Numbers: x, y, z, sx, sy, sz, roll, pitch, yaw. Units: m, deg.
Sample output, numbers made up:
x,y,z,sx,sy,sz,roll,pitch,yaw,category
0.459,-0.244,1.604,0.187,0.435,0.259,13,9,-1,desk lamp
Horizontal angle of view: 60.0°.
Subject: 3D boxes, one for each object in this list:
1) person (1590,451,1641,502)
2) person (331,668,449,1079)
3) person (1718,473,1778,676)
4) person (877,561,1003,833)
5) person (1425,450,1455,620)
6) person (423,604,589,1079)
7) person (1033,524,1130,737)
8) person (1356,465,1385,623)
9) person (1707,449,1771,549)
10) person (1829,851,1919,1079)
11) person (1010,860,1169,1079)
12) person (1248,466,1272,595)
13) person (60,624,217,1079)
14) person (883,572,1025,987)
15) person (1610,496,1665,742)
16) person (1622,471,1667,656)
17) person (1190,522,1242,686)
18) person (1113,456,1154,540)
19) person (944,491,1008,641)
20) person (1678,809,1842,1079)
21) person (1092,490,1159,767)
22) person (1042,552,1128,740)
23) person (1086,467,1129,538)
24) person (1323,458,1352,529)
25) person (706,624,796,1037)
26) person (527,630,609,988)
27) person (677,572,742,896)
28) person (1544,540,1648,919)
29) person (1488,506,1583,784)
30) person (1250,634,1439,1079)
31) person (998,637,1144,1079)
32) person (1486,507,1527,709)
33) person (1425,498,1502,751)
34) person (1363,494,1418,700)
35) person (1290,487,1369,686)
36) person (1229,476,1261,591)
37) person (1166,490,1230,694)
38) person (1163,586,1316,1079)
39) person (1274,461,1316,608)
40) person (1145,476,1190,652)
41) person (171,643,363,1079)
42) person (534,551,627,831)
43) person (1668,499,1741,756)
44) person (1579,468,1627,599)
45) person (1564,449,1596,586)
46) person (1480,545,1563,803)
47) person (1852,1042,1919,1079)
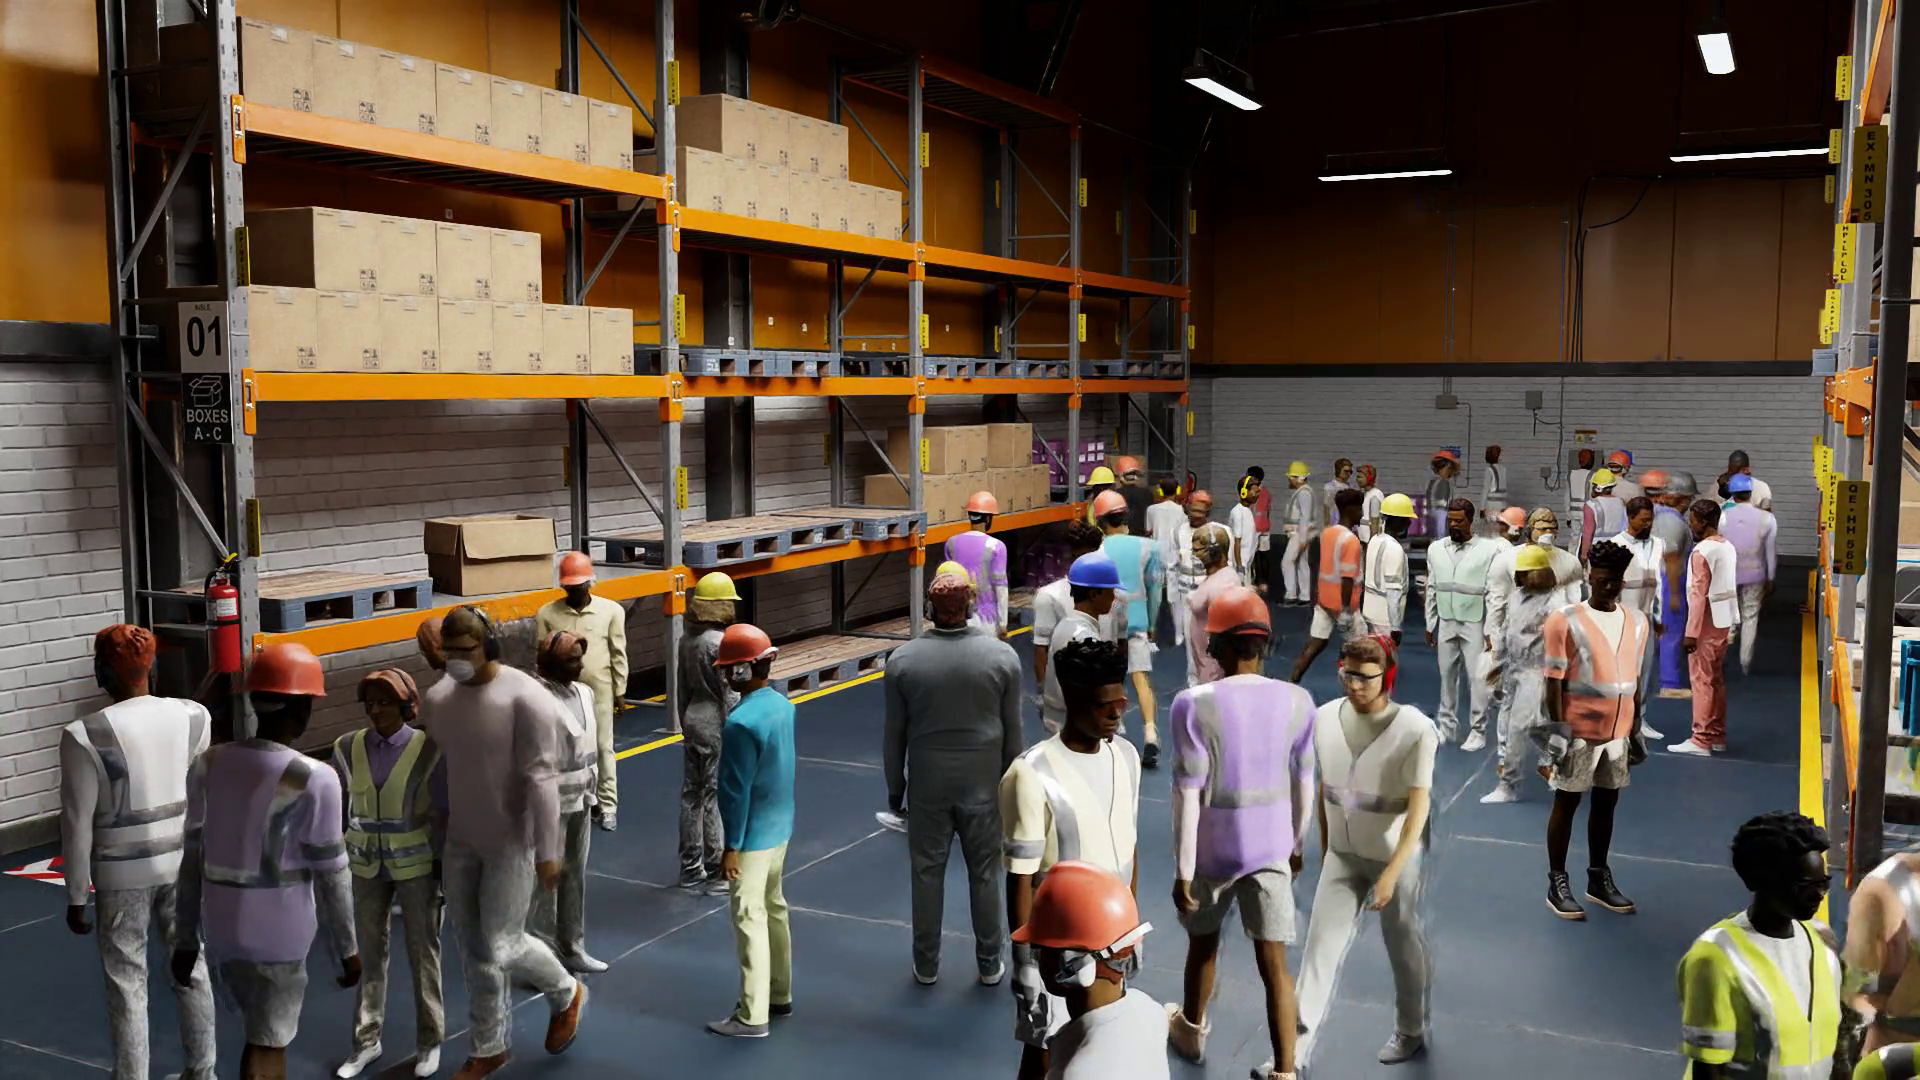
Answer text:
x,y,z,sx,sy,sz,roll,pitch,yaw,category
7.680,-0.048,19.506,0.616,1.986,0.407,5,7,43,person
-2.252,1.318,6.622,0.514,1.642,0.314,0,5,4,person
7.376,0.335,15.700,0.645,1.934,0.424,3,6,25,person
-0.015,0.971,10.099,0.939,1.684,0.487,2,6,25,person
5.676,-0.057,19.608,0.361,1.988,0.813,1,5,8,person
-1.810,1.190,6.566,0.650,1.919,0.537,3,6,27,person
0.759,0.874,9.836,0.640,1.922,0.941,-1,5,-12,person
4.790,0.043,19.336,0.399,1.833,0.562,0,5,2,person
9.152,-0.083,19.574,0.675,2.000,0.922,4,6,34,person
2.596,1.423,4.270,0.602,1.873,0.999,-2,6,-24,person
0.268,1.548,3.550,0.342,1.748,0.573,2,6,19,person
3.886,-0.126,21.854,0.533,1.697,0.322,-4,7,-39,person
-3.046,1.244,6.200,0.355,1.876,0.574,3,6,32,person
-0.020,1.099,7.642,0.653,1.900,0.394,0,5,0,person
5.197,0.606,12.885,0.603,1.906,0.399,-3,6,-29,person
6.903,0.260,16.628,0.562,1.889,0.952,3,6,31,person
1.529,0.856,10.024,0.373,1.937,0.630,0,5,5,person
1.796,0.077,18.130,0.633,1.989,0.443,-2,6,-23,person
0.142,0.581,13.073,0.552,1.923,0.390,3,6,30,person
2.045,1.516,4.270,0.531,1.692,0.322,-3,6,-26,person
1.204,0.632,12.155,0.623,2.002,1.014,-1,5,-12,person
0.615,1.026,8.204,0.416,1.939,0.610,0,5,-3,person
1.473,0.212,16.993,0.387,1.927,0.589,-4,7,-36,person
4.772,-0.113,20.948,0.506,1.843,0.350,-4,7,-40,person
-0.895,1.224,7.115,0.350,1.739,0.574,1,5,14,person
-1.823,1.227,7.623,0.305,1.637,0.522,2,6,19,person
-1.341,1.042,9.056,0.324,1.740,0.492,-5,7,-42,person
3.309,0.971,8.649,0.605,1.962,0.373,-2,6,-17,person
3.959,0.730,11.456,0.635,1.932,0.363,0,5,2,person
1.577,1.259,6.527,0.564,1.780,1.008,5,7,43,person
0.383,1.282,5.401,0.385,1.948,0.607,5,7,44,person
4.593,0.581,14.079,0.459,1.718,0.603,0,5,3,person
3.808,0.632,12.606,0.584,1.911,0.391,5,7,42,person
3.342,0.596,12.935,0.397,1.917,0.588,0,5,1,person
3.136,0.513,13.883,1.034,1.920,0.618,-1,6,-15,person
2.870,0.277,16.709,0.349,1.856,0.528,2,6,20,person
2.029,0.493,14.387,0.599,1.851,0.707,3,6,33,person
1.075,1.168,6.418,0.634,1.983,1.073,-1,5,-14,person
4.119,-0.060,20.523,0.542,1.817,0.618,1,5,14,person
2.153,0.246,17.309,0.579,1.819,0.987,2,6,22,person
-2.241,1.288,5.532,0.584,1.902,0.754,2,6,20,person
-2.344,0.932,10.270,0.572,1.737,0.354,-1,5,-6,person
5.594,0.650,12.412,0.398,1.908,0.599,5,7,43,person
7.088,0.127,18.386,0.600,1.836,0.404,-2,6,-22,person
8.561,-0.306,22.807,0.348,1.882,0.584,-3,6,-31,person
3.827,0.873,11.059,0.826,1.709,0.486,-2,6,-16,person
2.077,1.591,3.394,0.540,1.696,0.316,1,5,14,person
